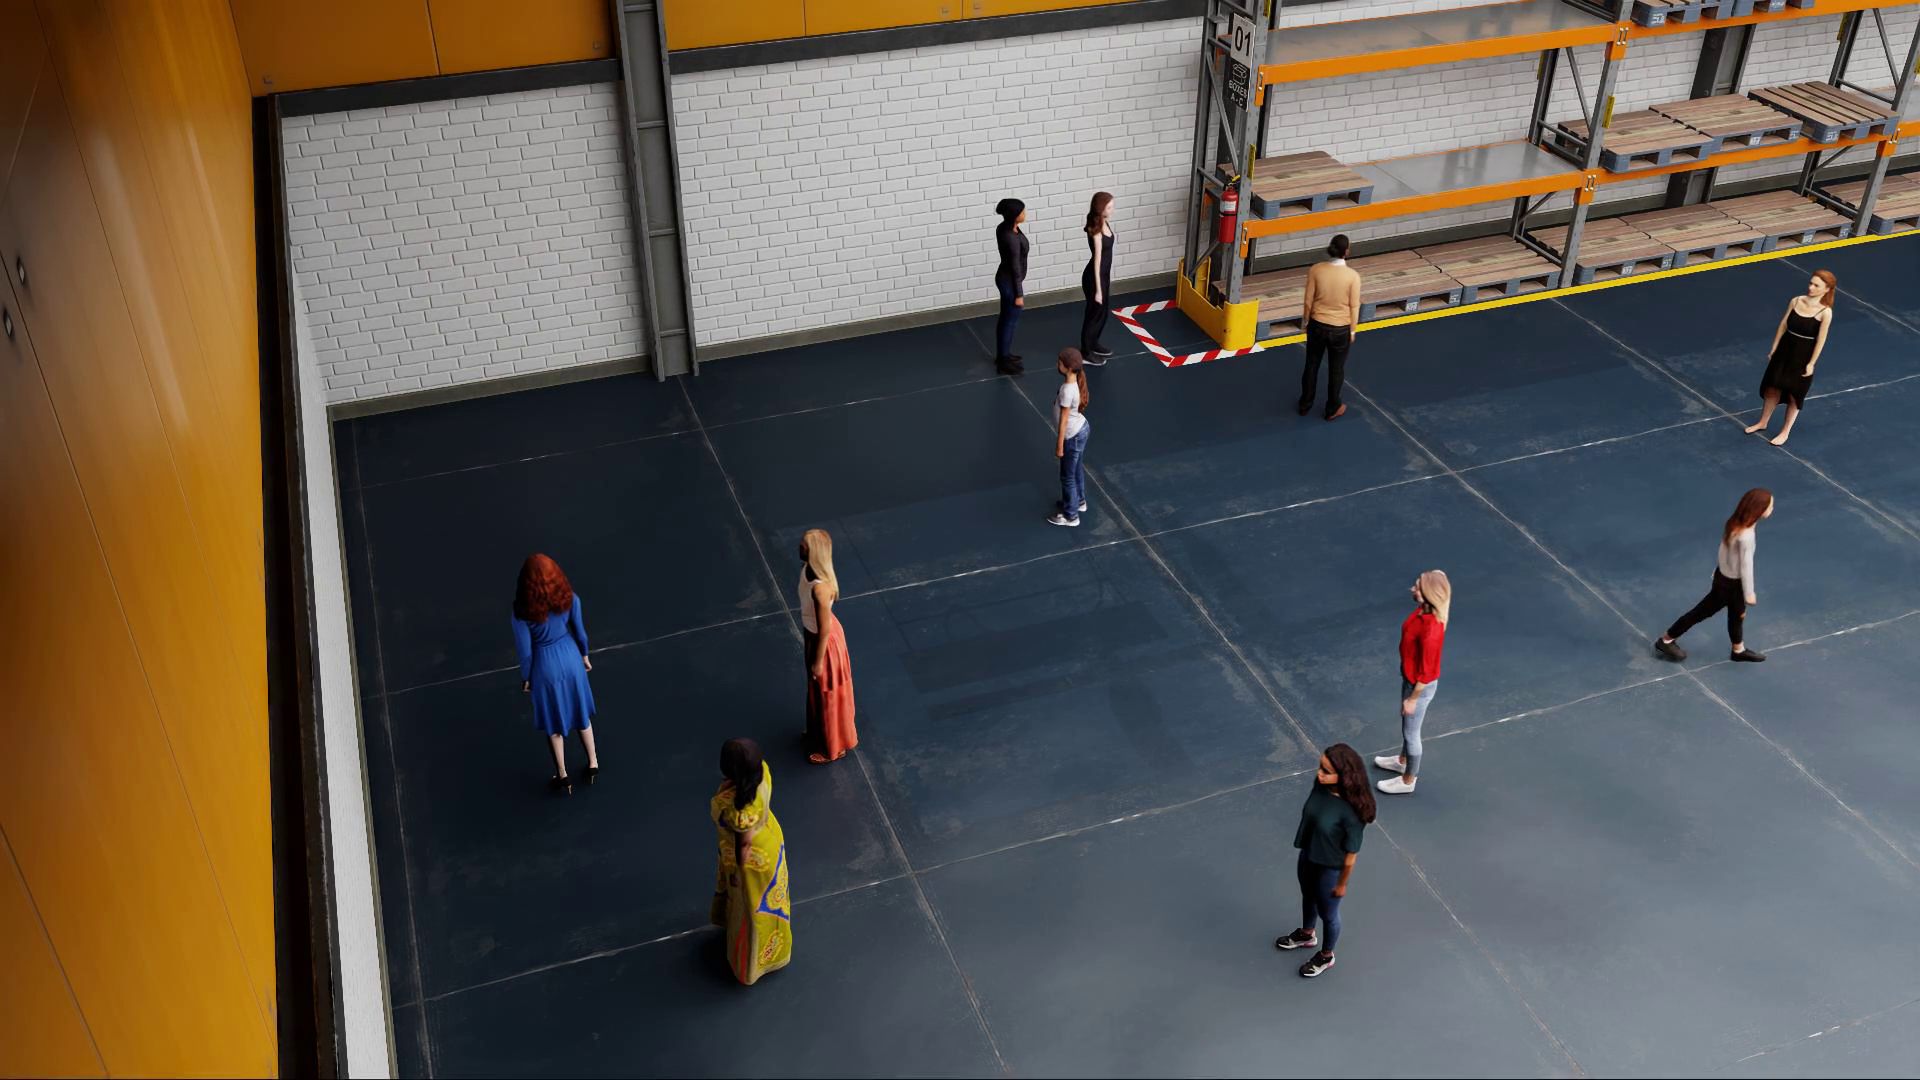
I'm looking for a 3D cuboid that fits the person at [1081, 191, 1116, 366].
[{"bbox_3d":[1.291,-2.498,15.837,0.705,1.742,0.677,8,35,12],"label":"person"}]

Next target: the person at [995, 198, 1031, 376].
[{"bbox_3d":[0.457,-2.394,15.676,0.592,1.746,0.656,-5,34,-8],"label":"person"}]

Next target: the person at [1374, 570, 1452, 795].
[{"bbox_3d":[2.953,0.912,10.739,0.675,1.705,0.686,5,34,7],"label":"person"}]

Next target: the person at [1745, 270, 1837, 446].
[{"bbox_3d":[7.355,-1.619,14.620,0.632,1.625,0.623,-20,39,-27],"label":"person"}]

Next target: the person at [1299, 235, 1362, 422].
[{"bbox_3d":[3.317,-1.905,14.937,0.753,1.751,0.804,16,37,22],"label":"person"}]

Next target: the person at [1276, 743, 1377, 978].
[{"bbox_3d":[2.088,1.810,9.469,0.590,1.616,0.598,-13,36,-19],"label":"person"}]

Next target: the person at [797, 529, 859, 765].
[{"bbox_3d":[-0.902,0.689,10.987,0.605,1.803,0.645,-7,34,-11],"label":"person"}]

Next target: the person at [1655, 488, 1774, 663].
[{"bbox_3d":[5.420,0.290,11.908,1.045,1.448,0.931,11,35,16],"label":"person"}]

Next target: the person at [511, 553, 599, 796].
[{"bbox_3d":[-2.596,0.872,10.690,0.569,1.827,0.722,-19,38,-26],"label":"person"}]

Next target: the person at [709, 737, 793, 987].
[{"bbox_3d":[-1.197,1.768,9.492,0.941,1.660,0.968,1,34,1],"label":"person"}]

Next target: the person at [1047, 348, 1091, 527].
[{"bbox_3d":[0.909,-0.862,13.539,0.664,1.561,0.617,10,35,15],"label":"person"}]
